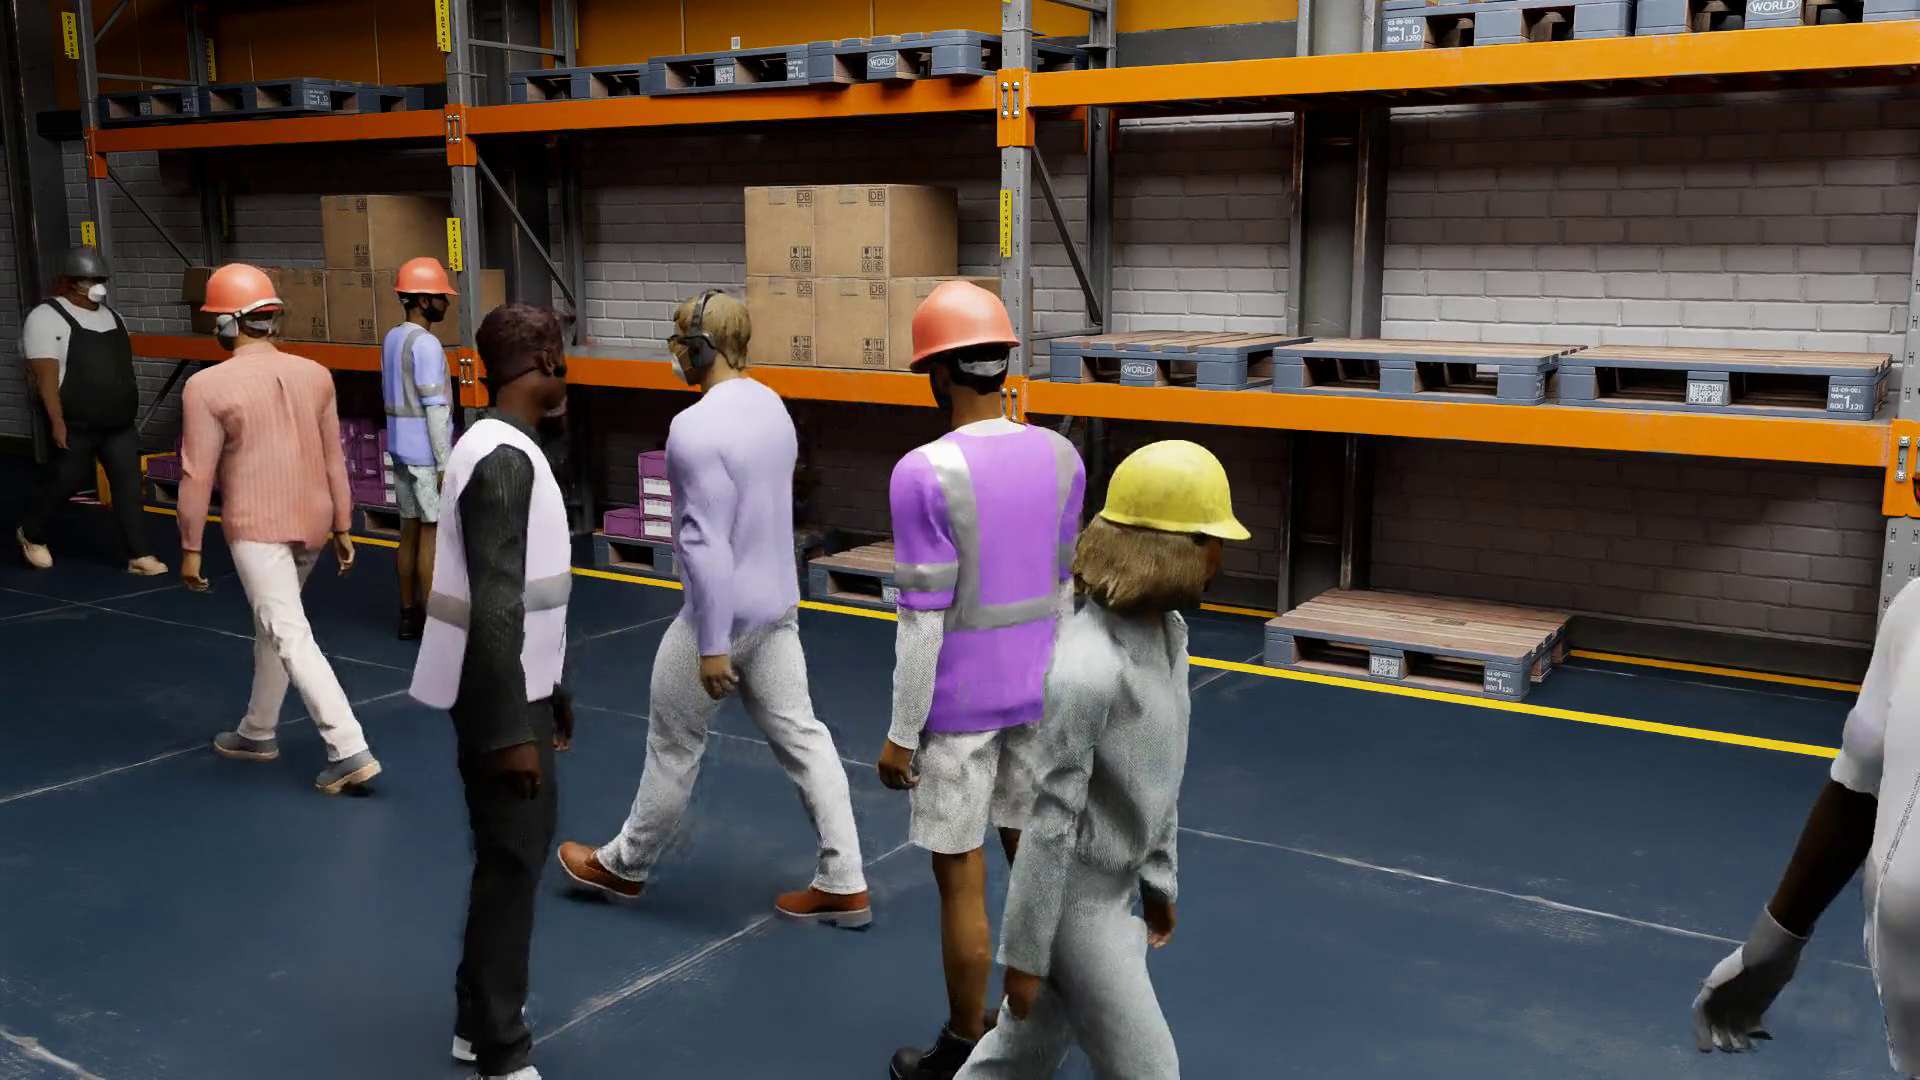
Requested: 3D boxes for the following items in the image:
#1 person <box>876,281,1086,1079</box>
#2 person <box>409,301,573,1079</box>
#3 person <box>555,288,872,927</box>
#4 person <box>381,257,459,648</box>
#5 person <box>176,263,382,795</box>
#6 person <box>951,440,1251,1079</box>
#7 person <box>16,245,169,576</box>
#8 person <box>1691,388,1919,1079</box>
[{"bbox_3d":[0.029,0.370,3.898,0.543,1.928,0.374,-9,14,-41],"label":"person"},{"bbox_3d":[-1.087,0.395,3.914,0.375,1.882,0.683,-2,10,-11],"label":"person"},{"bbox_3d":[-0.712,0.209,4.909,1.040,1.880,0.655,4,11,20],"label":"person"},{"bbox_3d":[-2.652,-0.431,8.309,0.373,1.934,0.551,-8,13,-39],"label":"person"},{"bbox_3d":[-2.522,-0.044,6.163,1.024,1.949,0.631,6,12,29],"label":"person"},{"bbox_3d":[0.210,0.646,3.035,0.884,1.694,0.493,4,11,19],"label":"person"},{"bbox_3d":[-5.315,-0.798,10.050,0.942,2.000,0.680,5,11,26],"label":"person"},{"bbox_3d":[1.283,0.670,2.249,1.022,1.905,0.624,1,10,7],"label":"person"}]
